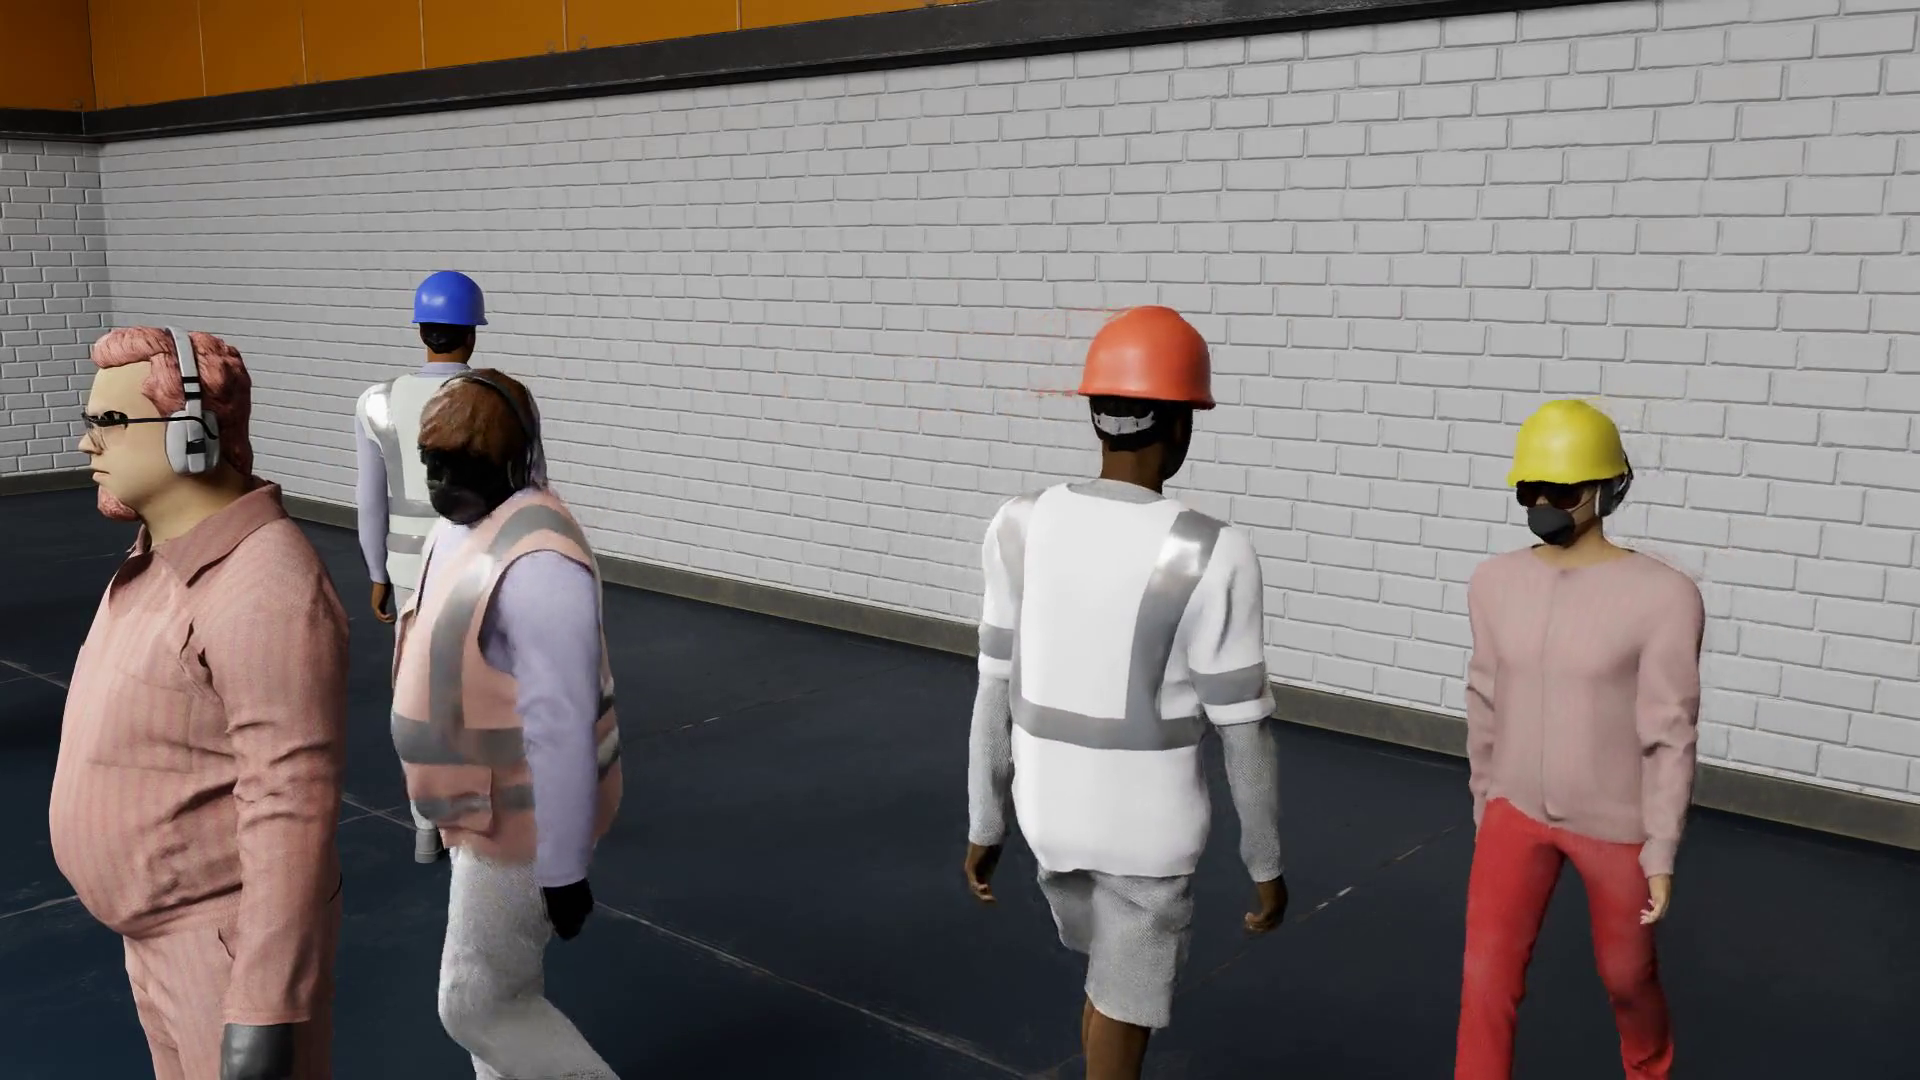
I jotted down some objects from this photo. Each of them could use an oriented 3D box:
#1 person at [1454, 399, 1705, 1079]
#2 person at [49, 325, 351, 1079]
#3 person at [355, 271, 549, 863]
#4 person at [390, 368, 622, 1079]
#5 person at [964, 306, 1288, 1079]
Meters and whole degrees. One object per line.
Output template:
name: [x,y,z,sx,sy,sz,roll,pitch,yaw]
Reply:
person: [1.294,0.561,3.484,0.536,1.725,0.886,9,14,43]
person: [-1.182,0.622,2.619,0.410,1.909,0.643,-8,13,-39]
person: [-1.646,0.100,5.475,0.616,1.946,0.392,-1,10,-4]
person: [-0.876,0.547,3.367,0.504,1.810,0.679,-4,11,-21]
person: [0.370,0.517,3.186,0.577,1.908,0.791,8,13,37]
